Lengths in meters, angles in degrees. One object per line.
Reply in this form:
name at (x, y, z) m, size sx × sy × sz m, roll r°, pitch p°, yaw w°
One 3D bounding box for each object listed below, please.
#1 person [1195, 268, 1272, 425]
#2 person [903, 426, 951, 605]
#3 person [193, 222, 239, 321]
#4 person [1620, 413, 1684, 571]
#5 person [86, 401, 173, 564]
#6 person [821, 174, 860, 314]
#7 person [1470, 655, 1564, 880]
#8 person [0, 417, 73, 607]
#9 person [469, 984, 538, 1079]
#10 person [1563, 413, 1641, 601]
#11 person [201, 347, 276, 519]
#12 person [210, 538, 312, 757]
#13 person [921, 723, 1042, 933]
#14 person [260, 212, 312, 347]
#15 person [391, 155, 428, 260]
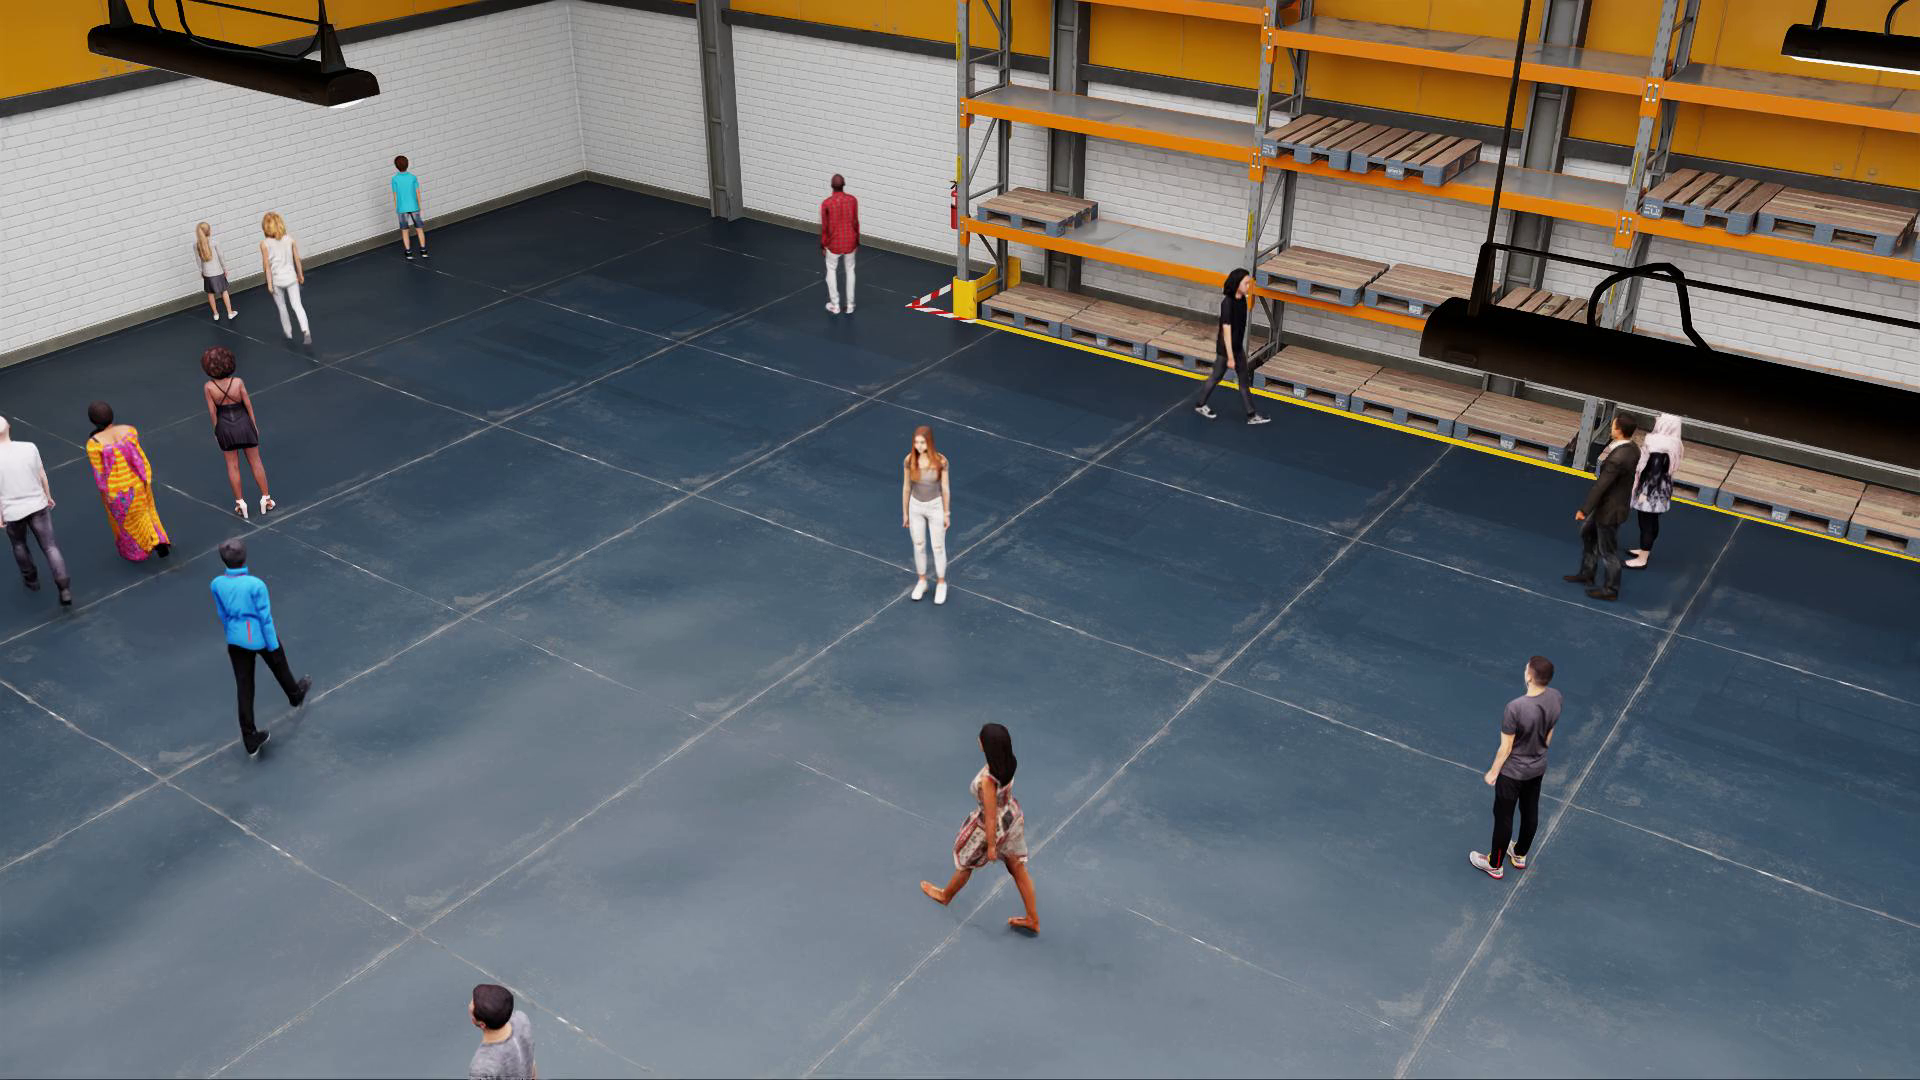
person at (2.905, -2.134, 18.339) m, size 1.129 × 1.787 × 0.680 m, roll 20°, pitch 34°, yaw 32°
person at (-0.289, -0.254, 14.967) m, size 0.586 × 1.716 × 0.719 m, roll 6°, pitch 29°, yaw 11°
person at (-9.563, -3.449, 21.282) m, size 0.601 × 1.278 × 0.660 m, roll -5°, pitch 29°, yaw -10°
person at (6.464, -0.492, 15.485) m, size 0.613 × 1.638 × 0.627 m, roll 17°, pitch 33°, yaw 28°
person at (-7.779, -0.525, 15.522) m, size 0.959 × 1.659 × 0.714 m, roll 23°, pitch 36°, yaw 36°
person at (-1.525, -3.814, 21.385) m, size 0.751 × 1.820 × 0.800 m, roll -6°, pitch 29°, yaw -11°
person at (3.903, 1.573, 11.567) m, size 0.721 × 1.764 × 0.714 m, roll -13°, pitch 31°, yaw -22°
person at (-8.299, -0.221, 14.813) m, size 0.848 × 1.805 × 1.272 m, roll -23°, pitch 36°, yaw -36°
person at (-2.276, 3.065, 8.730) m, size 0.932 × 1.861 × 0.806 m, roll 9°, pitch 30°, yaw 16°
person at (5.934, -0.262, 14.914) m, size 0.769 × 1.780 × 0.745 m, roll 14°, pitch 32°, yaw 24°
person at (-7.126, -1.060, 16.368) m, size 0.649 × 1.790 × 0.683 m, roll -11°, pitch 31°, yaw -20°
person at (-5.532, 0.866, 12.893) m, size 1.192 × 1.735 × 1.091 m, roll 2°, pitch 29°, yaw 4°
person at (0.320, 1.949, 11.049) m, size 1.145 × 1.600 × 0.757 m, roll 13°, pitch 31°, yaw 23°
person at (-8.260, -3.169, 20.388) m, size 0.855 × 1.642 × 1.111 m, roll -17°, pitch 33°, yaw -29°
person at (-7.763, -4.691, 23.381) m, size 0.587 × 1.448 × 0.608 m, roll -14°, pitch 32°, yaw -24°
